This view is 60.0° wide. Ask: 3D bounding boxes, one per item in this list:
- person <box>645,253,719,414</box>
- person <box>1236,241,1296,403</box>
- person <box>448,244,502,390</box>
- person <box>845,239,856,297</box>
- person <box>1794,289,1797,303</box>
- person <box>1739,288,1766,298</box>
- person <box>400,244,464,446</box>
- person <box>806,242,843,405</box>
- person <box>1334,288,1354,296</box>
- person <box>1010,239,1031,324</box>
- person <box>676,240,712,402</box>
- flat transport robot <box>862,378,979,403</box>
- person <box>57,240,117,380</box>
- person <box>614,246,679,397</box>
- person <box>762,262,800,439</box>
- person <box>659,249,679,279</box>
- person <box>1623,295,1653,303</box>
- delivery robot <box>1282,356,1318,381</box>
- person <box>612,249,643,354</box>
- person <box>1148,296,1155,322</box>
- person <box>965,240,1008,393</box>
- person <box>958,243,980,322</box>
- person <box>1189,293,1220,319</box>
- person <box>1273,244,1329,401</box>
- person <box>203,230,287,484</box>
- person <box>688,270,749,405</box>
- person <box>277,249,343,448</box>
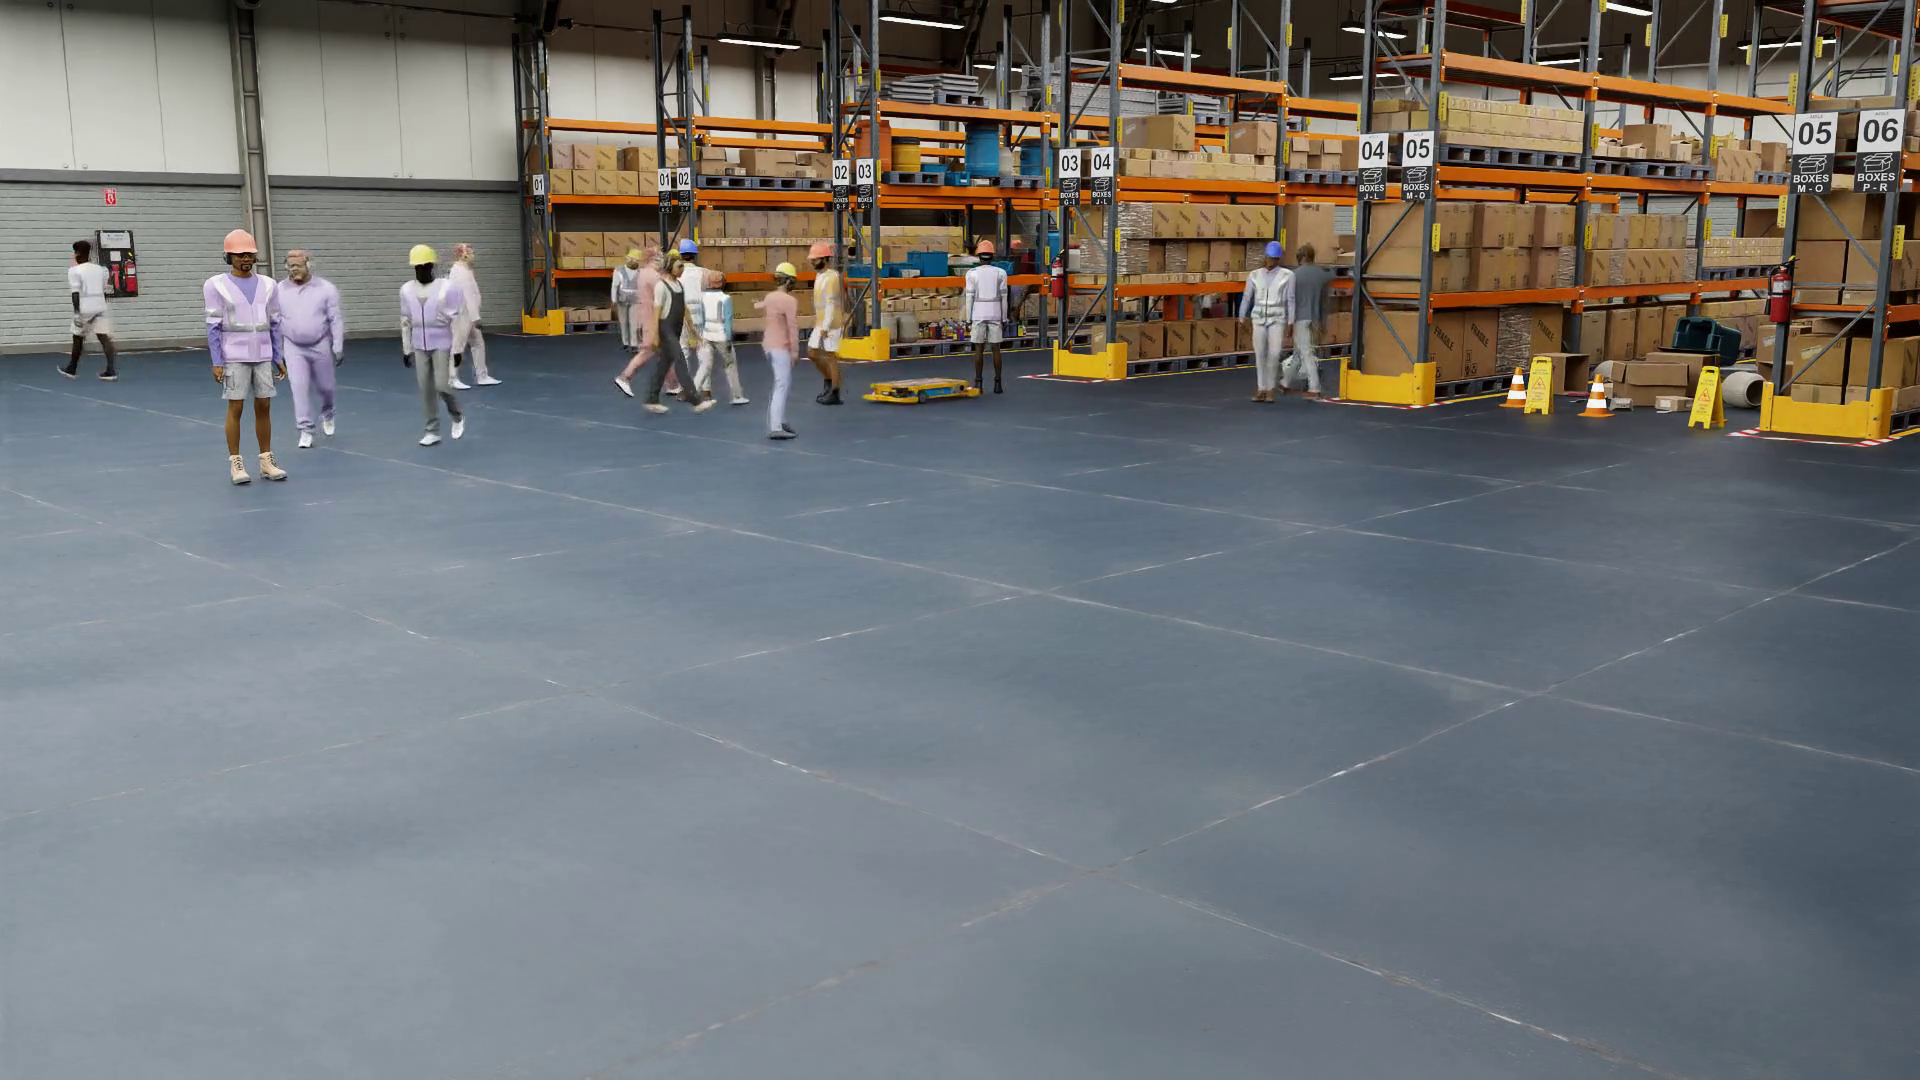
[{"bbox_3d":[-3.171,-2.306,18.672,0.982,1.788,0.519,3,11,14],"label":"person"},{"bbox_3d":[3.680,-2.623,20.049,0.685,1.923,0.544,5,11,25],"label":"person"},{"bbox_3d":[-6.372,-2.914,21.735,0.849,1.881,0.640,-3,11,-18],"label":"person"},{"bbox_3d":[-2.273,-5.460,35.518,0.376,1.922,0.594,-9,14,-42],"label":"person"},{"bbox_3d":[15.964,-4.809,32.223,0.562,1.838,0.760,-3,11,-14],"label":"person"},{"bbox_3d":[16.248,-5.197,34.111,0.558,1.914,0.438,-5,11,-24],"label":"person"},{"bbox_3d":[-5.061,-1.863,15.928,0.592,1.913,0.456,2,11,11],"label":"person"},{"bbox_3d":[-1.617,-2.568,19.762,0.435,1.916,0.539,-6,12,-29],"label":"person"},{"bbox_3d":[7.804,-5.106,33.632,0.409,1.908,0.652,-7,12,-33],"label":"person"},{"bbox_3d":[1.087,-4.880,32.367,0.550,1.917,0.391,9,14,40],"label":"person"},{"bbox_3d":[-3.274,-2.662,20.207,0.615,1.941,0.400,-3,11,-18],"label":"person"},{"bbox_3d":[-0.472,-1.848,20.450,0.652,0.197,1.431,9,14,41],"label":"flat transport robot"},{"bbox_3d":[-12.233,-3.206,23.242,0.951,1.914,0.612,5,12,26],"label":"person"},{"bbox_3d":[-3.875,-2.726,20.784,0.926,1.877,0.641,-3,11,-17],"label":"person"},{"bbox_3d":[-1.801,-1.889,16.567,0.499,1.729,0.569,-8,13,-38],"label":"person"},{"bbox_3d":[-4.967,-4.143,28.802,0.526,1.757,0.343,5,11,24],"label":"person"},{"bbox_3d":[12.079,-4.340,29.596,0.610,1.866,1.014,10,14,44],"label":"person"},{"bbox_3d":[4.468,-2.289,21.822,0.477,0.478,0.707,4,11,23],"label":"delivery robot"},{"bbox_3d":[-5.650,-4.079,28.456,0.603,1.761,0.961,-3,11,-14],"label":"person"},{"bbox_3d":[4.206,-5.594,36.504,0.494,1.826,0.958,6,12,28],"label":"person"},{"bbox_3d":[0.331,-2.852,21.270,0.551,1.932,0.376,-2,11,-9],"label":"person"},{"bbox_3d":[0.251,-5.138,33.993,0.563,1.845,0.436,3,11,16],"label":"person"},{"bbox_3d":[4.650,-4.657,31.239,0.546,1.898,0.980,9,14,40],"label":"person"},{"bbox_3d":[4.166,-2.680,20.448,0.641,1.883,0.986,-7,13,-34],"label":"person"},{"bbox_3d":[-5.797,-1.492,13.556,0.375,2.043,0.610,9,14,40],"label":"person"},{"bbox_3d":[-2.884,-2.366,19.537,0.519,1.595,0.847,8,13,36],"label":"person"},{"bbox_3d":[-6.305,-1.870,16.125,0.644,1.879,0.868,-3,11,-15],"label":"person"}]
